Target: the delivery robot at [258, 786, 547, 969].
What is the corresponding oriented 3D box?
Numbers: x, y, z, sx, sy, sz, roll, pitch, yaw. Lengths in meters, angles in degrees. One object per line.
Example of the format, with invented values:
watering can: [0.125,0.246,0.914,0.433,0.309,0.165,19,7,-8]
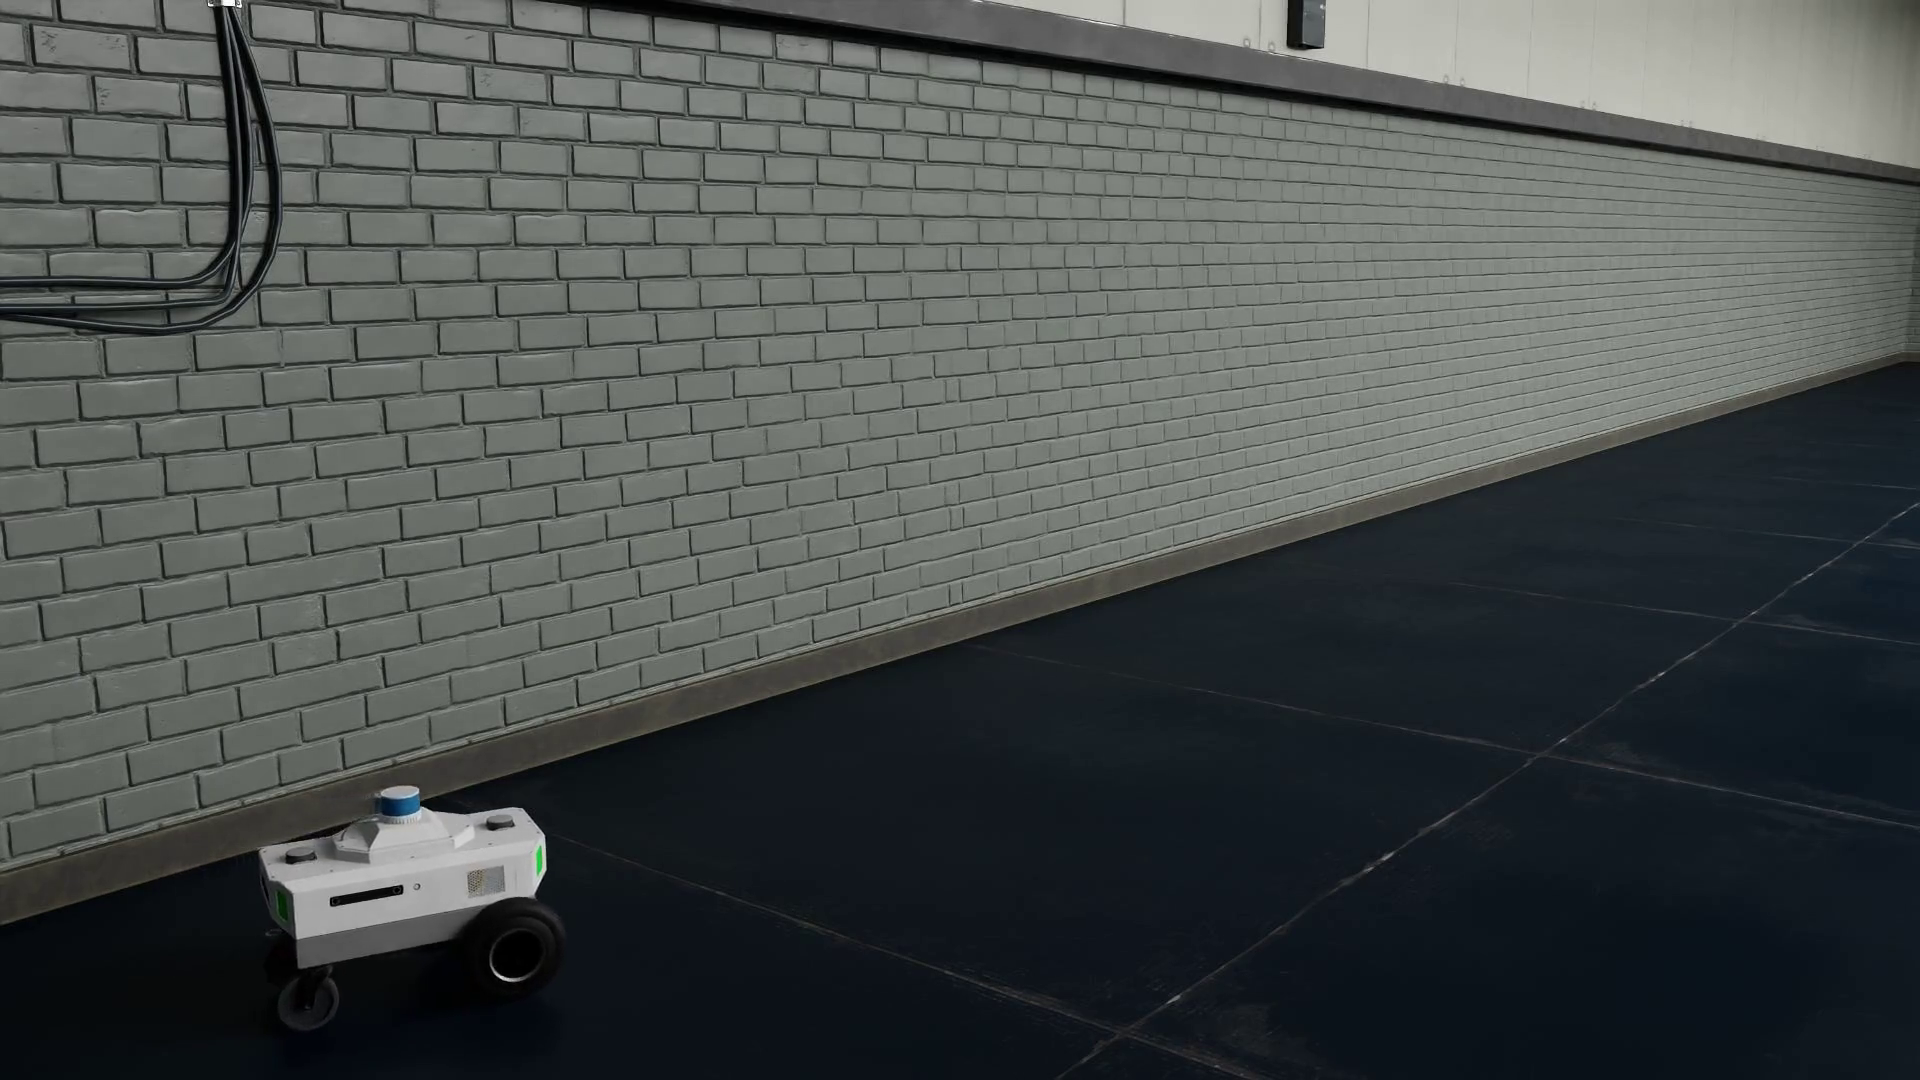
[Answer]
delivery robot: [-1.494,0.905,4.472,0.707,0.478,0.477,-5,12,-28]
